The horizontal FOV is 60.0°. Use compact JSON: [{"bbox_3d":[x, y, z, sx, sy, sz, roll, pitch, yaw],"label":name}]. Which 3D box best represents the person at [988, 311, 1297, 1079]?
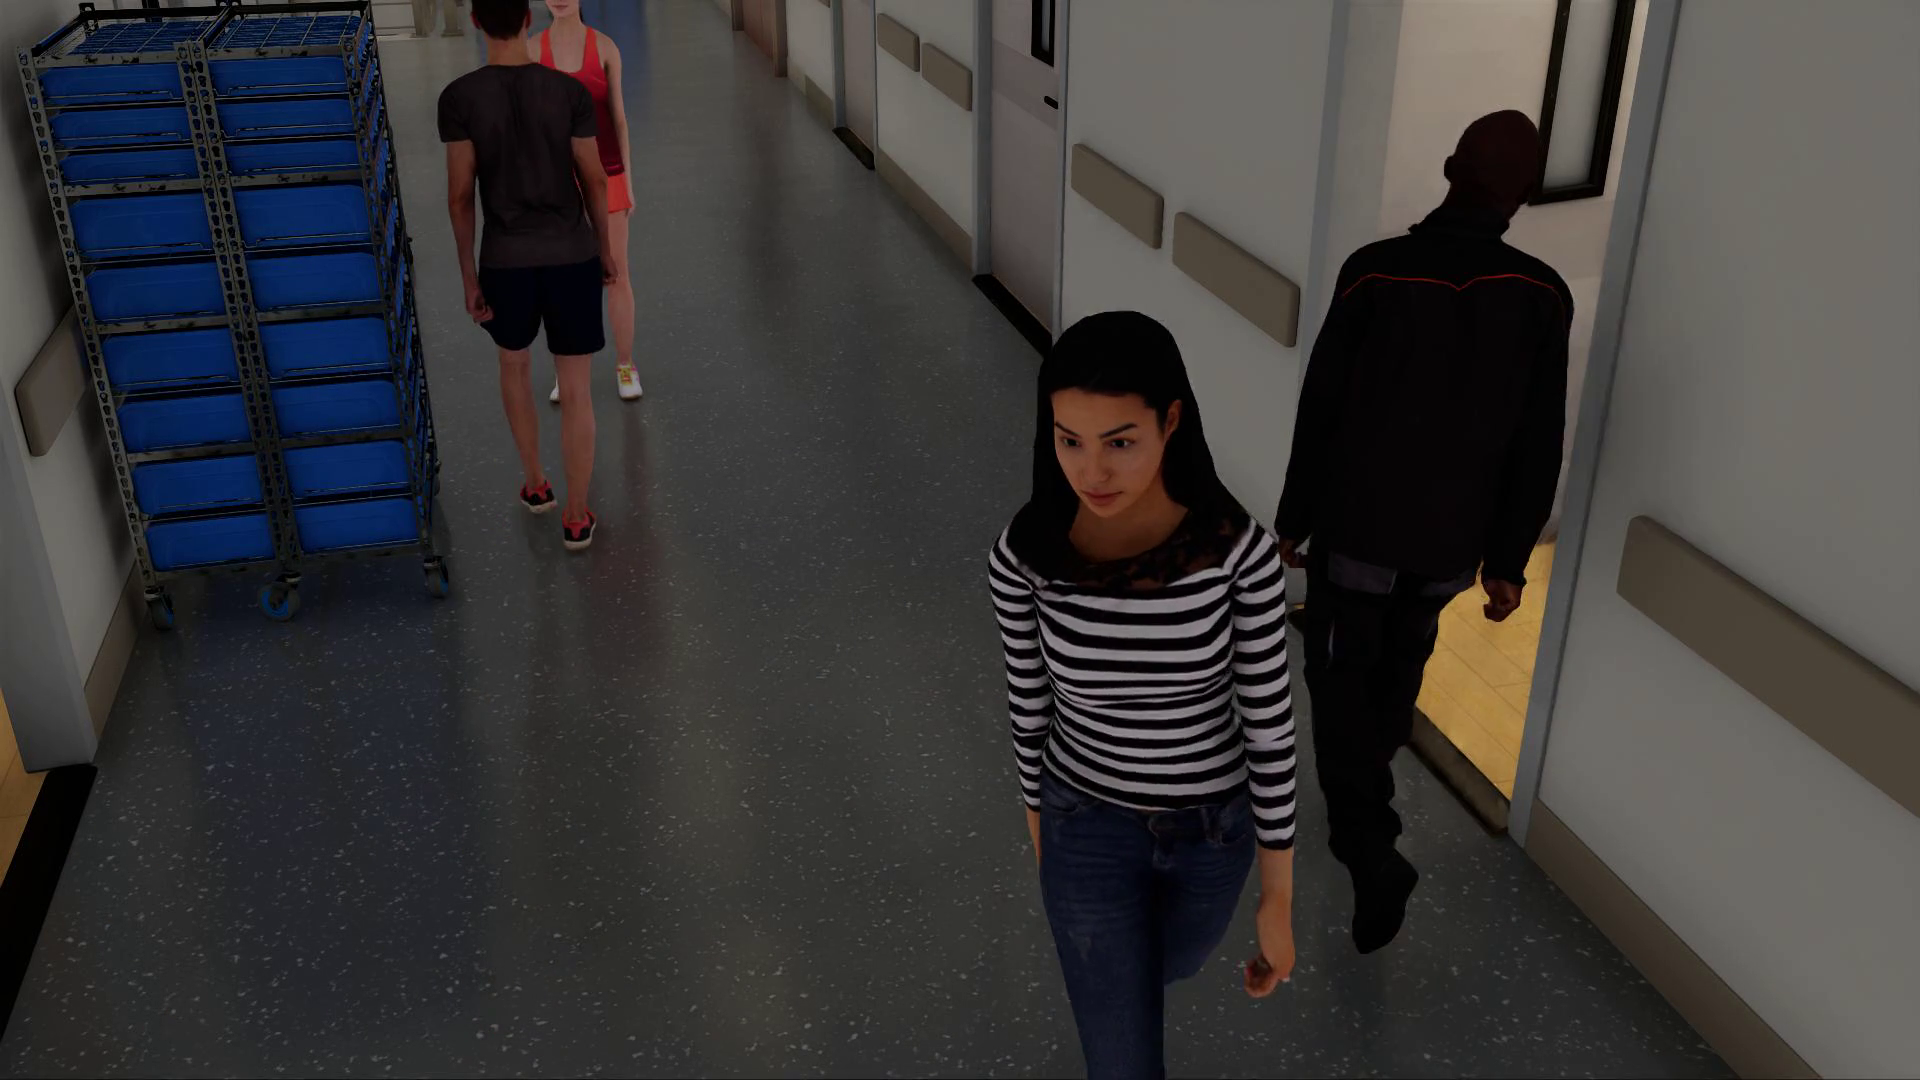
[{"bbox_3d":[0.298,0.473,2.678,0.840,1.731,1.239,-1,26,-1],"label":"person"}]

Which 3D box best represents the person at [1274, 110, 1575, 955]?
[{"bbox_3d":[0.963,0.028,3.569,0.978,1.776,1.214,1,26,2],"label":"person"}]

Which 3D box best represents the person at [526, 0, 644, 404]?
[{"bbox_3d":[-1.494,-1.413,6.587,0.585,1.750,0.545,-4,26,-7],"label":"person"}]

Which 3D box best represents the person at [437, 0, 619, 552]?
[{"bbox_3d":[-1.334,-0.827,5.275,0.657,1.833,0.721,-5,26,-11],"label":"person"}]
